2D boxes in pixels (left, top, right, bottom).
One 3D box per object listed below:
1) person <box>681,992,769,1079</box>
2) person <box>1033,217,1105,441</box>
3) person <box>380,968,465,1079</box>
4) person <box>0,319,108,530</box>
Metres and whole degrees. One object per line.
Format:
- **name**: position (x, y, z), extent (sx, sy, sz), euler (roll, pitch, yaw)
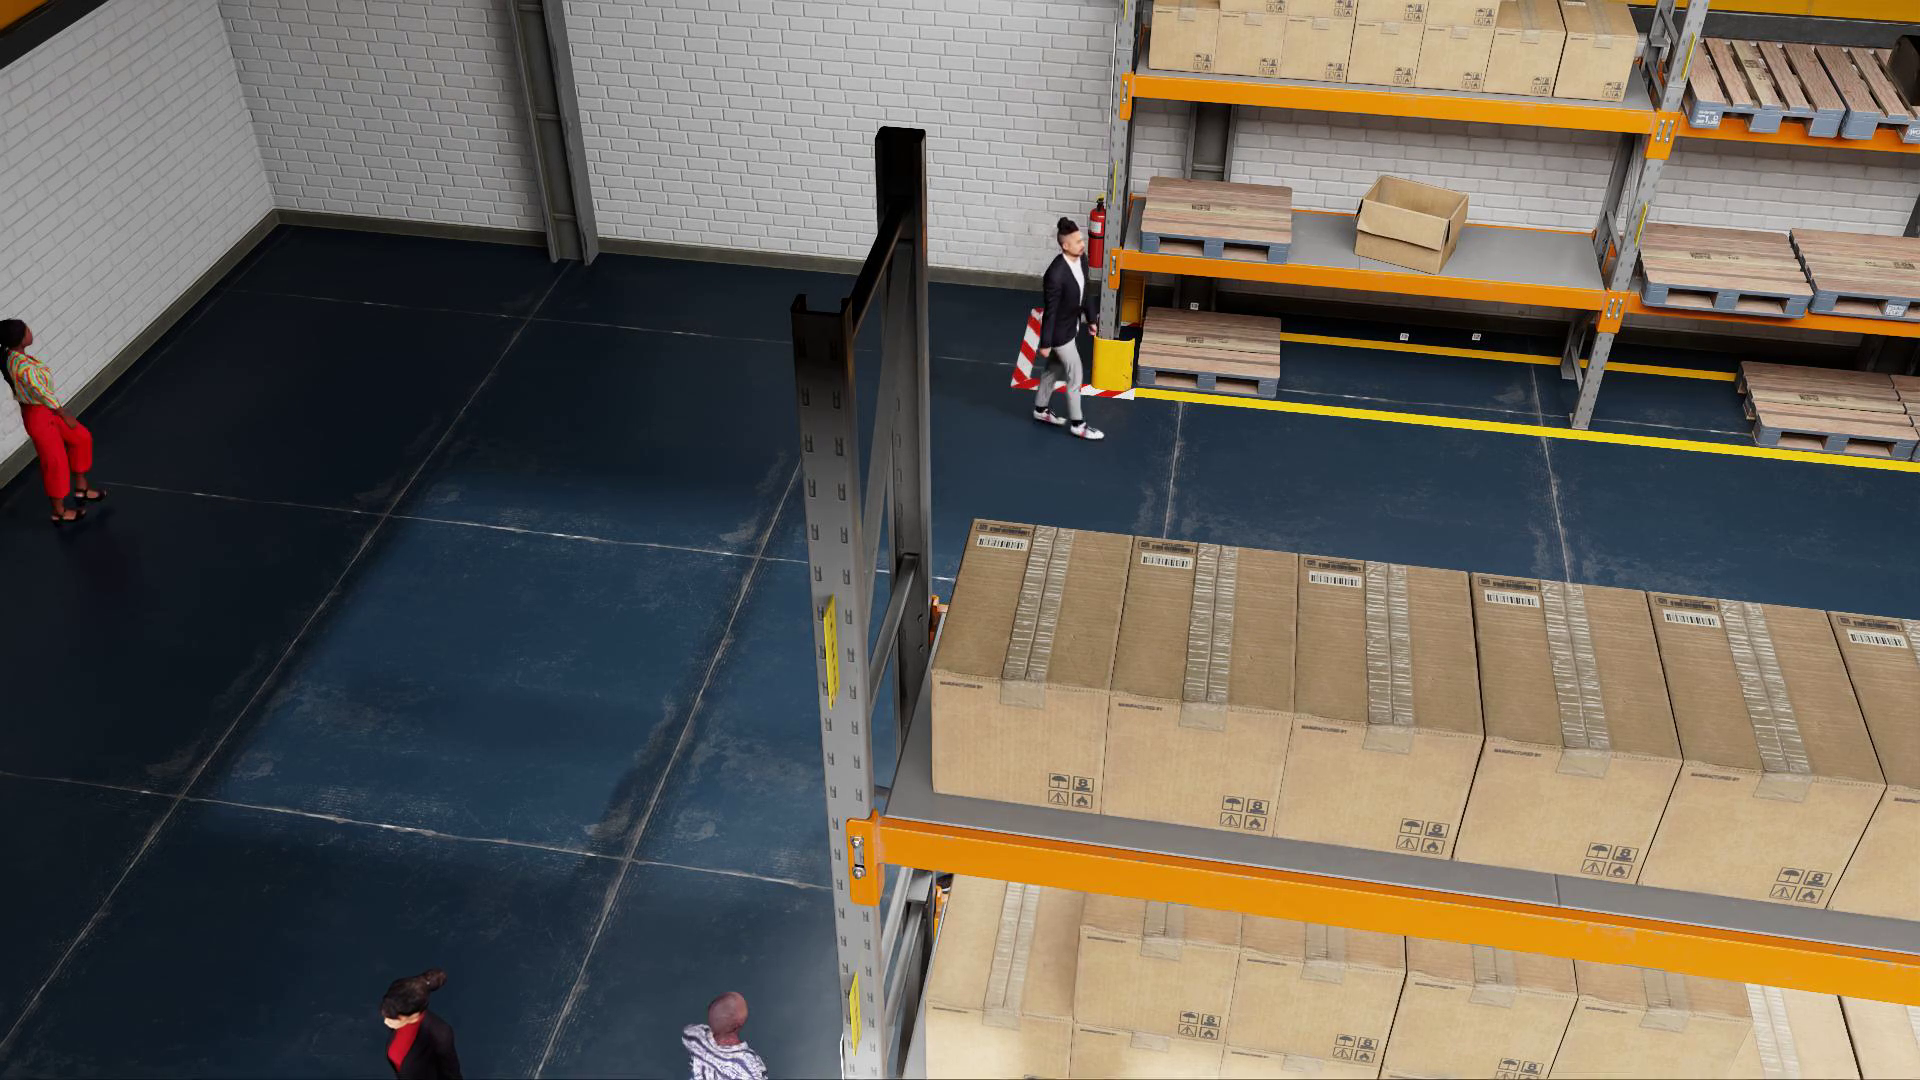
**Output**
- **person**: position (-1.120, 2.810, 7.812), extent (1.197, 1.743, 0.943), euler (17, 42, 20)
- **person**: position (0.743, -1.743, 13.361), extent (1.032, 1.932, 0.901), euler (18, 42, 21)
- **person**: position (-2.532, 2.667, 8.077), extent (0.662, 1.637, 0.729), euler (26, 45, 28)
- **person**: position (-6.864, -0.806, 12.312), extent (0.846, 1.777, 0.799), euler (-31, 48, -33)
